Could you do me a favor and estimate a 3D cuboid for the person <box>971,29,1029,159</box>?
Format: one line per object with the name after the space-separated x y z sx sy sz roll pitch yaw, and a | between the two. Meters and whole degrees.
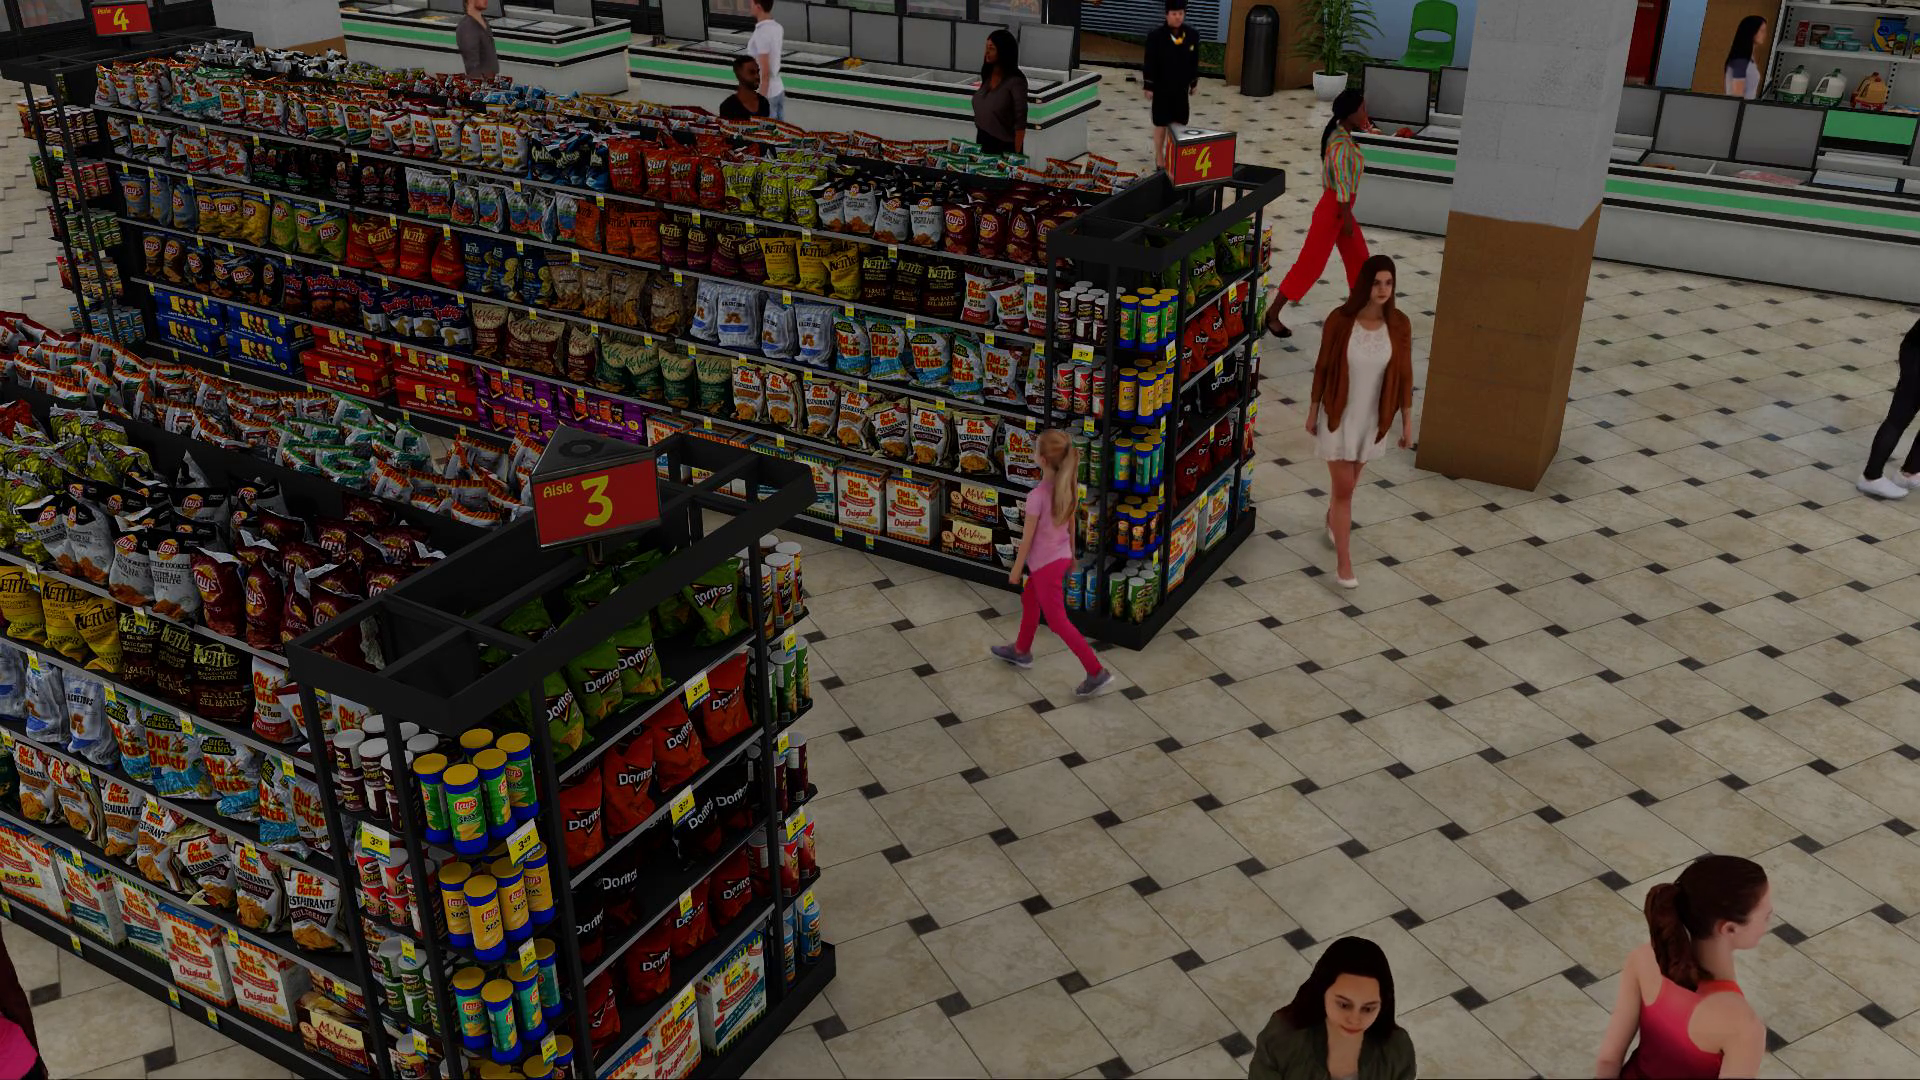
0.323 -3.067 13.076 0.788 1.842 0.654 -21 34 -35 | person

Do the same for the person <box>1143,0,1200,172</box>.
1.948 -4.201 15.547 1.122 1.629 1.123 -3 27 -5 | person

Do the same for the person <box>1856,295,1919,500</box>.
5.253 -1.012 9.210 0.682 1.671 0.670 19 33 33 | person

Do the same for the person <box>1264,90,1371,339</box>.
2.457 -2.149 11.382 1.234 1.737 0.852 6 27 11 | person

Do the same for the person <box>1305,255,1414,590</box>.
2.004 -0.662 8.511 1.122 1.680 1.063 -1 27 -1 | person

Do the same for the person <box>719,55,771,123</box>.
-1.642 -2.674 12.382 0.892 1.768 1.279 -23 35 -38 | person

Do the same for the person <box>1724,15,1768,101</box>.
6.627 -3.662 14.434 1.101 1.673 0.653 17 31 30 | person

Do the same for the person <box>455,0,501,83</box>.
-4.359 -4.044 14.949 0.832 1.889 0.825 1 27 1 | person

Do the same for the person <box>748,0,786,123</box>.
-1.692 -3.956 14.820 0.656 1.849 0.716 5 27 10 | person

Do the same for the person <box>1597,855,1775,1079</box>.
1.741 1.520 4.132 0.708 1.750 0.614 -14 30 -25 | person

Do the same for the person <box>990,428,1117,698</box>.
0.450 0.117 7.448 0.913 1.252 0.492 16 31 28 | person

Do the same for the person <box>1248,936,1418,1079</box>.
0.927 1.587 4.313 0.802 1.465 0.804 3 27 7 | person
